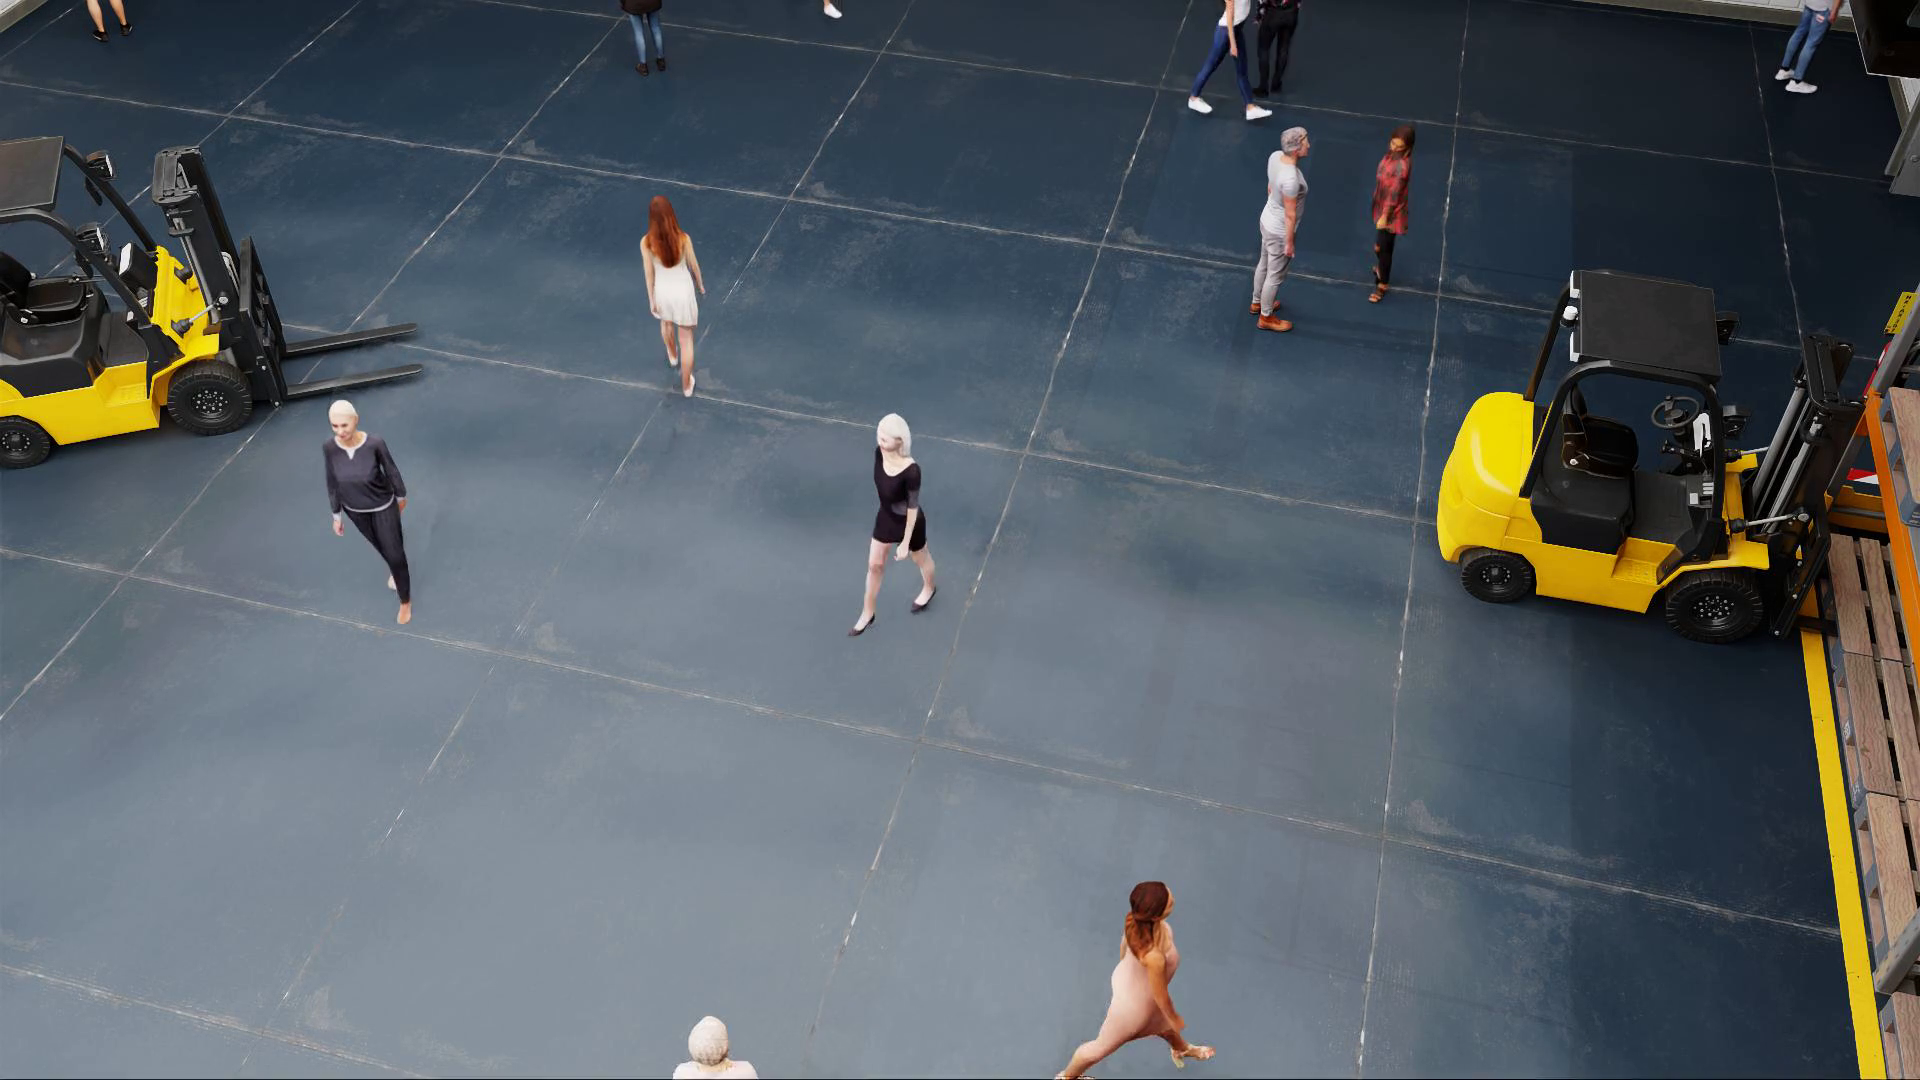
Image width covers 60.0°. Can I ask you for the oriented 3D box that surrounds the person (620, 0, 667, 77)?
[{"bbox_3d":[-3.240,-5.534,16.911,0.748,1.634,0.801,-19,47,-19],"label":"person"}]

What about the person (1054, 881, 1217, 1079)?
[{"bbox_3d":[0.808,2.356,8.523,0.888,1.782,1.127,-2,44,-3],"label":"person"}]

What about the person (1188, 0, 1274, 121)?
[{"bbox_3d":[2.523,-4.912,16.193,0.894,1.725,1.109,23,48,23],"label":"person"}]

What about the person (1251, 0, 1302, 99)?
[{"bbox_3d":[3.213,-5.233,16.576,0.750,1.662,0.773,-3,44,-3],"label":"person"}]

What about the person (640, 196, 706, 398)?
[{"bbox_3d":[-2.237,-1.858,13.016,0.738,1.686,0.956,0,44,0],"label":"person"}]

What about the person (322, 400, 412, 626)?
[{"bbox_3d":[-4.030,-0.315,11.384,0.754,1.703,0.944,1,44,1],"label":"person"}]

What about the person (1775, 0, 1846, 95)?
[{"bbox_3d":[8.638,-5.426,16.616,0.796,1.886,0.621,-2,44,-2],"label":"person"}]

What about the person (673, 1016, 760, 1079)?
[{"bbox_3d":[-1.137,2.920,8.031,0.855,1.644,1.146,-3,44,-4],"label":"person"}]

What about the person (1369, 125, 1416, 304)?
[{"bbox_3d":[3.646,-2.827,14.038,0.837,1.678,0.581,12,45,12],"label":"person"}]

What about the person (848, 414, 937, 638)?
[{"bbox_3d":[-0.311,-0.163,11.152,0.871,1.802,1.073,30,51,28],"label":"person"}]

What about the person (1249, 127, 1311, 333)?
[{"bbox_3d":[2.614,-2.567,13.654,0.825,1.831,0.660,-6,44,-7],"label":"person"}]
